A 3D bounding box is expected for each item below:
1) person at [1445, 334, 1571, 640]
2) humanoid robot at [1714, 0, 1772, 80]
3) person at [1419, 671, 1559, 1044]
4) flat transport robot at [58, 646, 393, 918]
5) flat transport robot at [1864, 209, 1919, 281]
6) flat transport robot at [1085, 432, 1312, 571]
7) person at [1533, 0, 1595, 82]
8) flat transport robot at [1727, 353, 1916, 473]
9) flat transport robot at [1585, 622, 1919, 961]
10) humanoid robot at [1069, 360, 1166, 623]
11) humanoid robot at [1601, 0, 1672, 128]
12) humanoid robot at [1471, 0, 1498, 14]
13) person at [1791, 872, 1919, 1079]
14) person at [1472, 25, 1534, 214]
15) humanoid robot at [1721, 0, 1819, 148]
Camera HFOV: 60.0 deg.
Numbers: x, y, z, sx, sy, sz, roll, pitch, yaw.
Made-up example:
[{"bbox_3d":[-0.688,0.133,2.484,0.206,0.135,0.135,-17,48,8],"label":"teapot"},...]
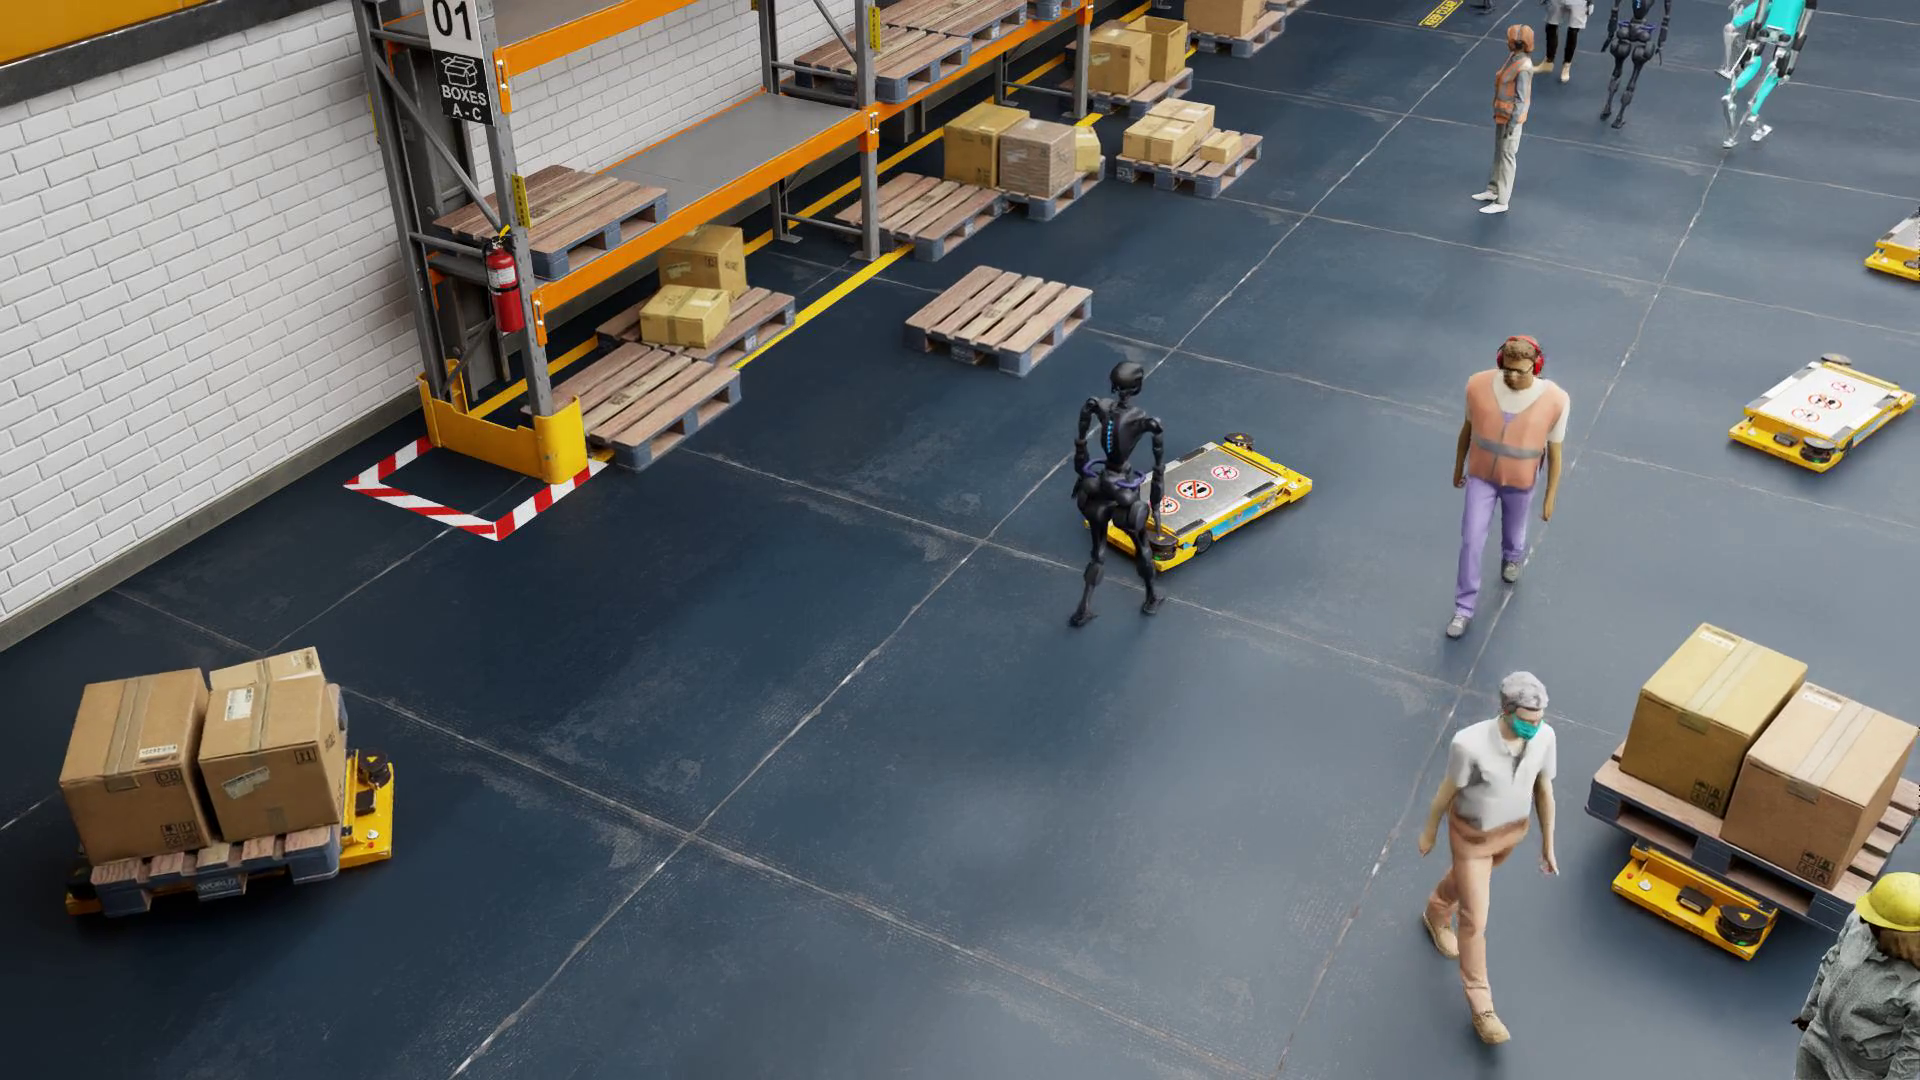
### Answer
[{"bbox_3d":[3.056,-0.372,9.313,0.592,1.807,0.839,17,37,24],"label":"person"},{"bbox_3d":[8.390,-5.784,17.570,0.863,1.773,0.599,4,34,7],"label":"humanoid robot"},{"bbox_3d":[2.232,1.268,6.939,0.486,1.703,0.883,-9,35,-14],"label":"person"},{"bbox_3d":[-3.500,1.393,8.040,1.431,0.231,0.659,-8,34,-13],"label":"flat transport robot"},{"bbox_3d":[8.170,-2.468,13.882,0.659,0.231,1.431,29,43,36],"label":"flat transport robot"},{"bbox_3d":[1.528,-0.259,10.540,1.431,0.231,0.659,-26,41,-34],"label":"flat transport robot"},{"bbox_3d":[6.386,-5.669,17.432,0.580,1.681,0.342,27,42,34],"label":"person"},{"bbox_3d":[5.977,-0.891,11.495,1.431,0.231,0.659,-26,42,-34],"label":"flat transport robot"},{"bbox_3d":[3.771,1.416,8.005,0.659,0.231,1.431,27,42,35],"label":"flat transport robot"},{"bbox_3d":[0.877,-0.269,9.318,0.598,1.645,0.571,19,38,26],"label":"humanoid robot"},{"bbox_3d":[6.617,-4.904,16.294,0.612,1.642,0.462,22,39,29],"label":"humanoid robot"},{"bbox_3d":[6.262,-7.072,19.569,0.391,1.641,0.593,6,34,9],"label":"humanoid robot"},{"bbox_3d":[3.195,1.854,6.007,0.322,1.740,0.492,-5,34,-8],"label":"person"},{"bbox_3d":[4.754,-3.651,14.429,0.311,1.638,0.512,3,34,5],"label":"person"},{"bbox_3d":[7.462,-4.421,15.505,1.008,1.725,0.533,-29,43,-36],"label":"humanoid robot"}]
